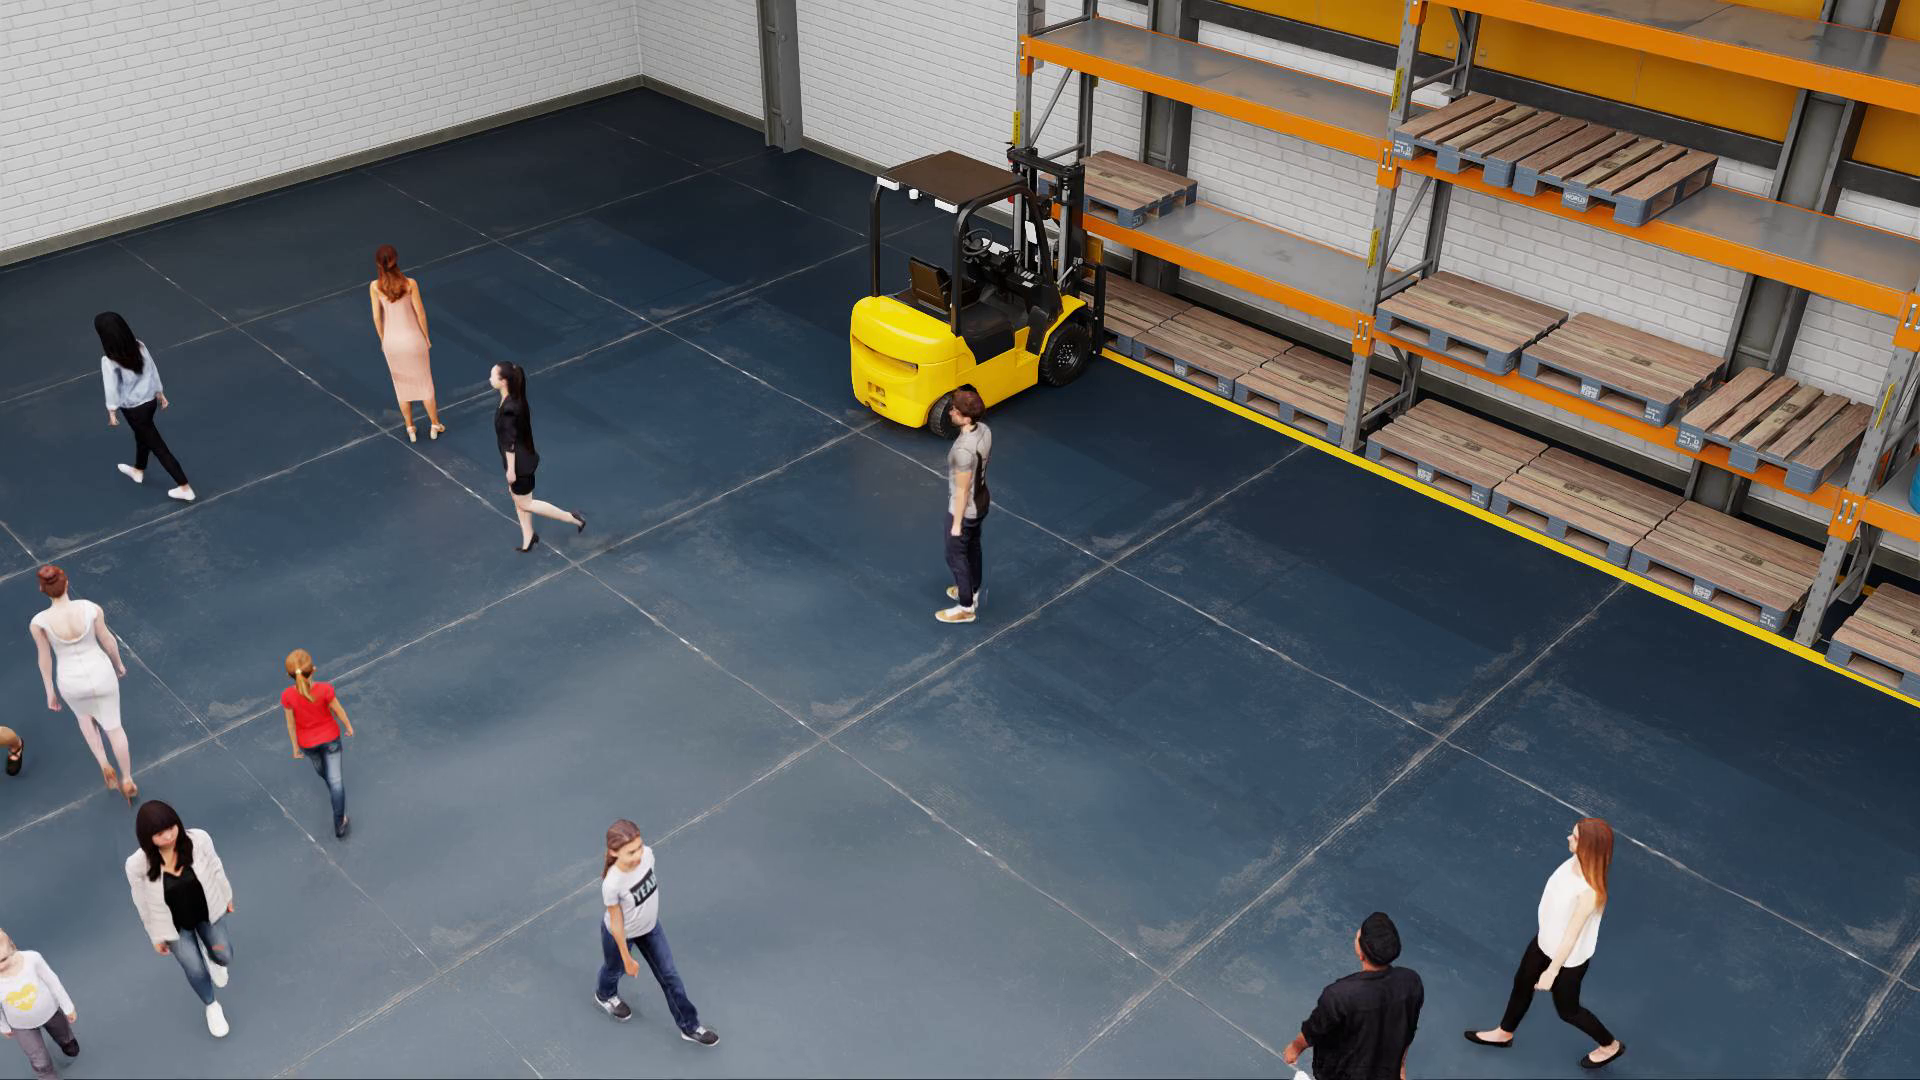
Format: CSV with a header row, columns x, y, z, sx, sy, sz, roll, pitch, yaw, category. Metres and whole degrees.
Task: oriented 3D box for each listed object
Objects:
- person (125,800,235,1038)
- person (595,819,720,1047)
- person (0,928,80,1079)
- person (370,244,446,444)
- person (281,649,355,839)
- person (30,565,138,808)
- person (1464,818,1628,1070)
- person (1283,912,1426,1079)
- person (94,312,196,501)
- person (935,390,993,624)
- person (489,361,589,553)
x,y,z,sx,sy,sz,roll,pitch,yaw,category
-4.217,1.981,9.033,0.686,1.621,0.788,-19,38,-27,person
-1.825,2.079,8.979,1.092,1.519,0.660,22,39,29,person
-4.832,2.436,8.673,0.567,1.263,0.866,-27,42,-35,person
-4.801,-1.695,14.374,0.659,1.831,0.696,-4,34,-6,person
-3.997,1.295,10.373,0.796,1.281,0.954,-8,34,-11,person
-5.459,0.964,10.421,0.714,1.777,0.739,-16,37,-22,person
3.243,2.162,8.693,1.120,1.696,0.983,4,34,6,person
1.945,2.587,7.982,0.972,1.775,1.194,-14,36,-19,person
-6.604,-1.053,13.548,1.133,1.676,0.952,9,35,13,person
0.056,-0.257,12.150,0.750,1.898,0.762,16,37,22,person
-3.311,-0.606,12.872,0.898,1.680,0.889,-7,34,-10,person
